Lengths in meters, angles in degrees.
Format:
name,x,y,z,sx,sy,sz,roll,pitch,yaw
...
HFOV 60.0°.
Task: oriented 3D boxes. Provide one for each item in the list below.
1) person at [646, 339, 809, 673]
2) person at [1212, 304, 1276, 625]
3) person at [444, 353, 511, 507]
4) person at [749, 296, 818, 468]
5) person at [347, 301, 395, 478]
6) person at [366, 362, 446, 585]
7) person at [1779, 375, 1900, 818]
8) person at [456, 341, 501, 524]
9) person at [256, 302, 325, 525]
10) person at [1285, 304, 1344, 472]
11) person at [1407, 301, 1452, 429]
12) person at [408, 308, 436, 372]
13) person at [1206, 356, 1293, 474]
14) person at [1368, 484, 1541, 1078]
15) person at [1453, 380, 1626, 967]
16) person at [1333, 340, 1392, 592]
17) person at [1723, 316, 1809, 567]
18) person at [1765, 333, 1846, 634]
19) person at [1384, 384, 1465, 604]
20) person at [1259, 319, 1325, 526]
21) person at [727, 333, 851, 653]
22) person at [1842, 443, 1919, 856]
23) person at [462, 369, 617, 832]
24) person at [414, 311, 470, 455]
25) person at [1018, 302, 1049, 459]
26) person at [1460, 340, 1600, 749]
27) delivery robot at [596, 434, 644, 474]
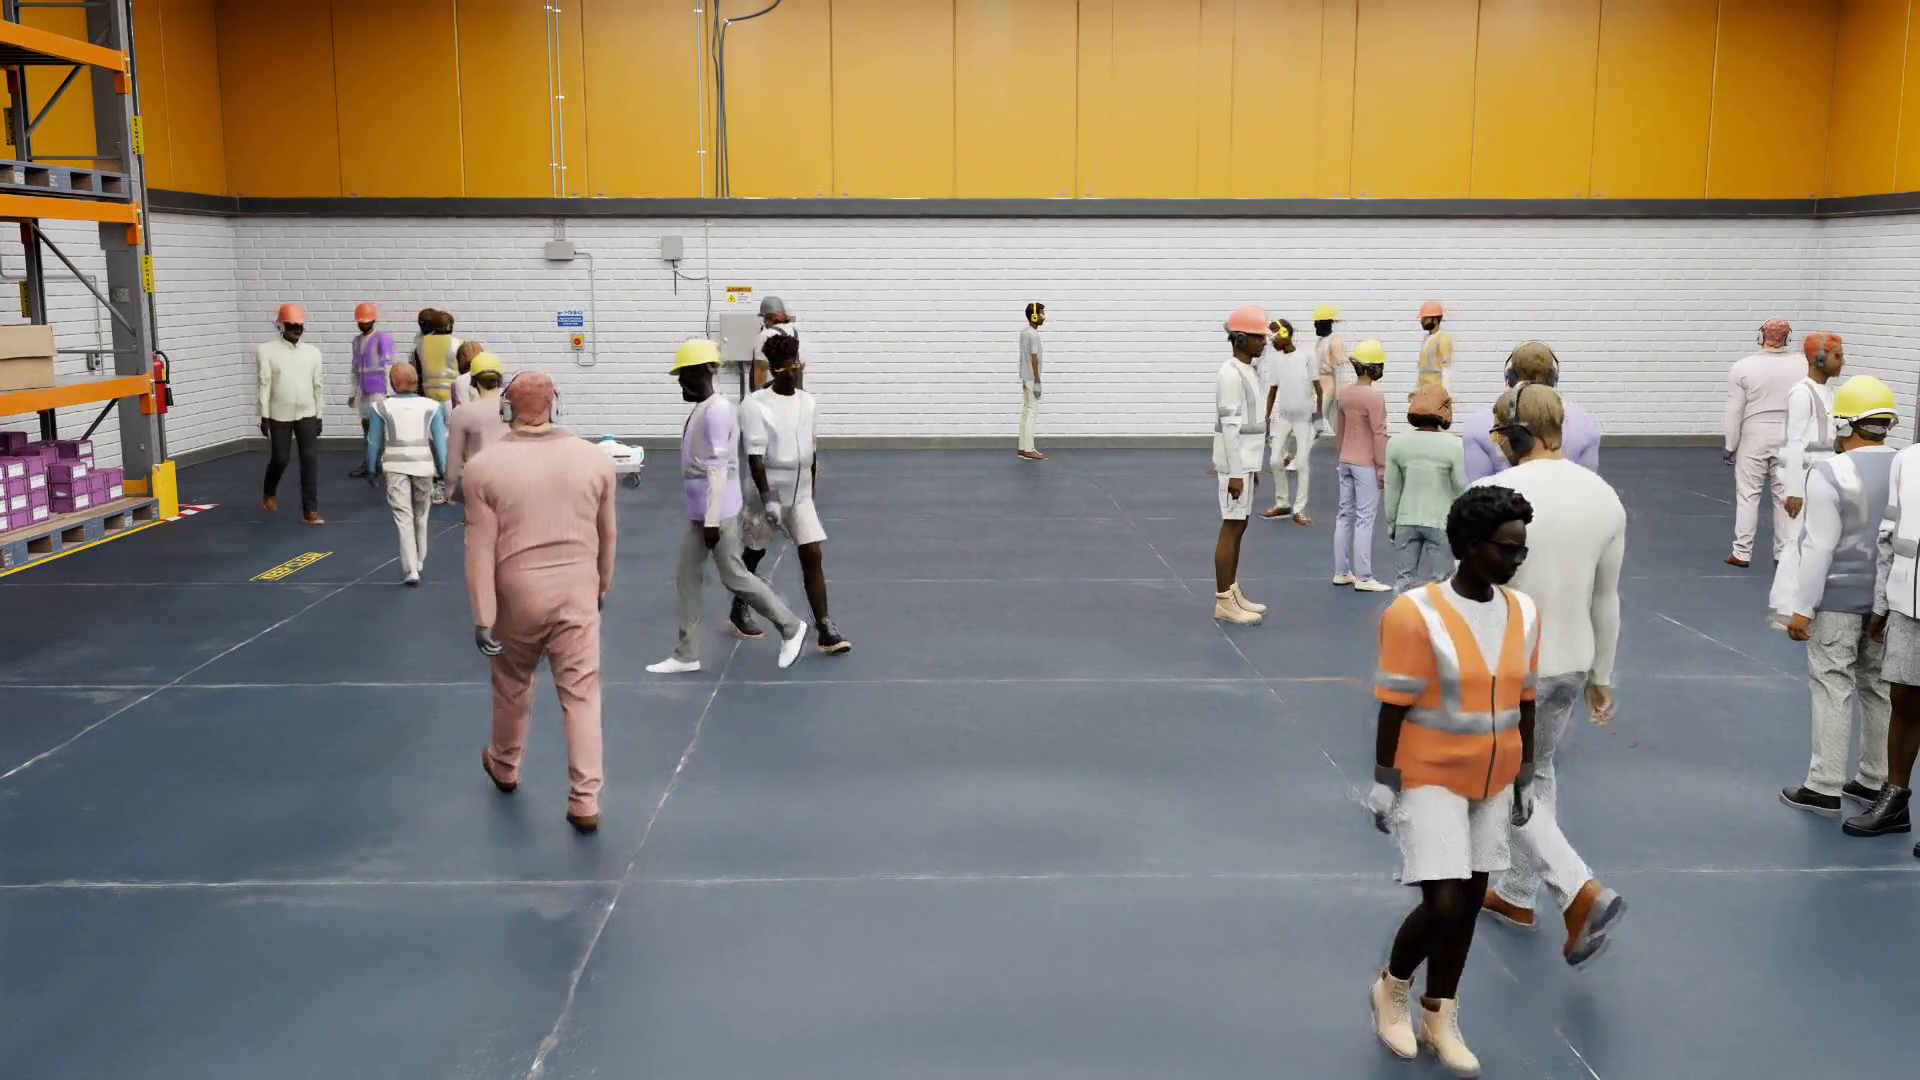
name,x,y,z,sx,sy,sz,roll,pitch,yaw
person,-1.317,-0.189,9.378,0.883,1.883,0.621,-3,10,-19
person,1.817,-0.486,10.684,0.372,2.044,0.608,3,10,18
person,-3.109,-0.372,10.966,0.542,1.712,0.903,-6,11,-35
person,-1.782,-1.508,16.960,0.844,2.000,0.733,5,11,30
person,-6.372,-1.617,17.995,0.632,1.914,0.417,6,11,34
person,-4.015,-0.493,12.095,0.548,1.592,0.866,-5,10,-27
person,3.699,0.234,6.913,0.599,1.830,0.403,-3,10,-17
person,-4.275,-0.948,14.771,0.279,1.633,0.497,5,11,30
person,-5.989,-1.132,14.850,0.628,1.975,0.744,-9,13,-43
person,4.086,-1.691,18.607,1.013,1.874,0.607,-1,9,-4
person,5.146,-1.656,18.232,0.435,1.916,0.550,0,9,-1
person,-6.152,-1.777,19.313,0.827,1.817,0.462,9,13,43
person,3.222,-1.615,18.255,0.909,1.841,0.526,-1,9,-4
person,1.400,0.675,4.643,0.550,1.681,0.376,-4,10,-22
person,1.914,0.439,5.426,0.630,1.913,0.737,-4,10,-24
person,2.852,-0.521,11.746,0.315,1.769,0.524,-3,10,-20
person,6.118,-0.733,12.618,0.641,1.909,0.409,1,9,9
person,5.327,-0.352,10.490,0.357,1.875,0.640,7,12,38
person,2.611,-0.056,9.306,0.497,1.632,0.289,7,12,37
person,2.971,-1.049,14.826,0.657,1.830,0.354,7,12,38
person,-1.080,-0.283,9.944,0.595,1.902,1.080,-8,12,-40
person,3.779,0.257,6.440,0.345,1.942,0.551,-4,10,-25
person,-1.748,0.226,6.896,0.654,1.853,1.012,-5,11,-28
person,-5.584,-1.559,17.954,0.630,1.811,0.788,2,10,14
person,0.866,-1.900,19.901,0.316,1.867,0.558,-2,10,-13
person,2.661,0.031,7.838,0.635,1.936,0.352,1,9,4
delivery robot,-3.624,-0.847,17.163,0.707,0.478,0.477,-2,9,-13
